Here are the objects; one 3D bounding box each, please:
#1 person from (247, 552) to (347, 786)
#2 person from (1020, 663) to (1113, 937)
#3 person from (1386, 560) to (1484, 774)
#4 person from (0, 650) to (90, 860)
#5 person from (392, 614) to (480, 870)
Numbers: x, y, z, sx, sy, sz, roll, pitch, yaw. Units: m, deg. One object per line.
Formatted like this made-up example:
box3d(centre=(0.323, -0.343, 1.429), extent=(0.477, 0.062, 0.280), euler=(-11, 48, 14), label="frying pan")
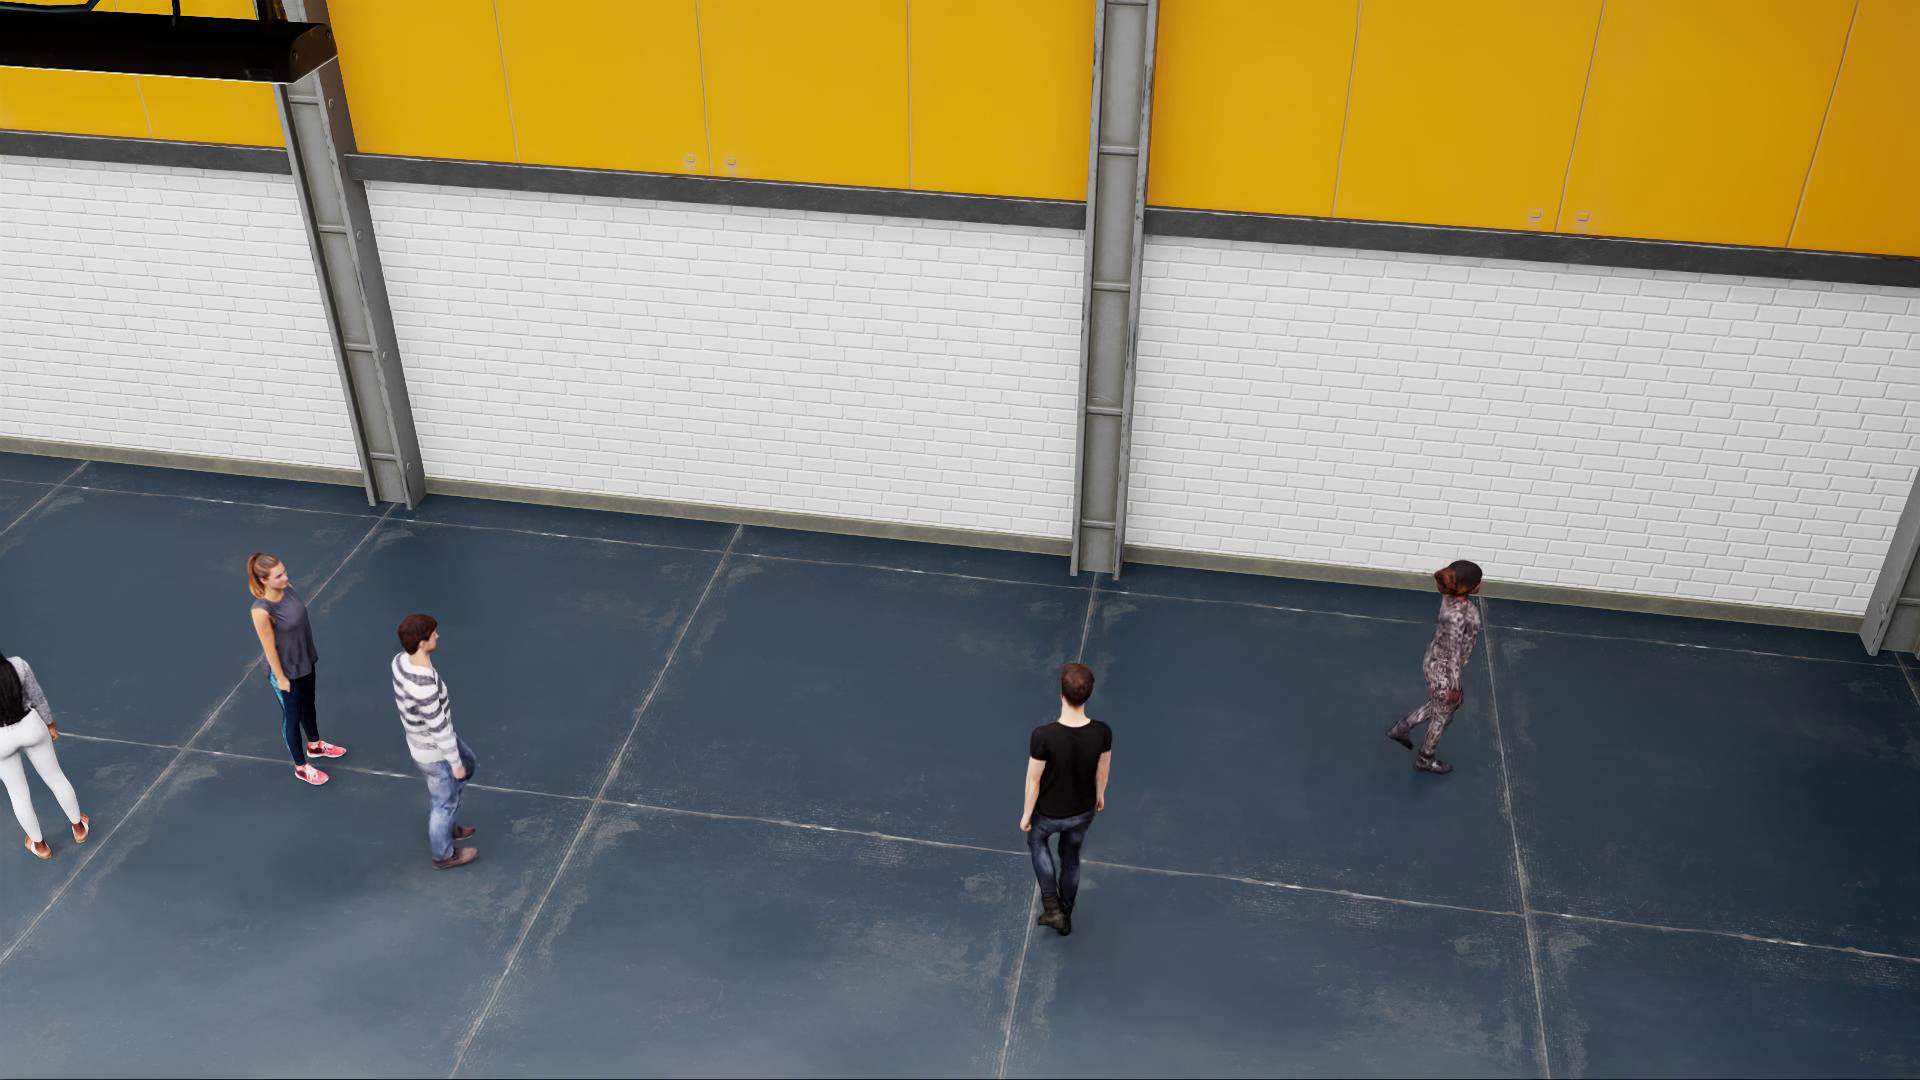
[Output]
box3d(centre=(-4.391, 0.816, 10.916), extent=(0.521, 1.722, 0.557), euler=(5, 34, 7), label="person")
box3d(centre=(0.631, 1.599, 9.597), extent=(0.767, 1.879, 0.874), euler=(-8, 34, -12), label="person")
box3d(centre=(3.087, 0.845, 10.887), extent=(0.702, 1.707, 0.587), euler=(7, 34, 11), label="person")
box3d(centre=(-5.829, 1.236, 10.283), extent=(0.673, 1.725, 0.714), euler=(-25, 41, -33), label="person")
box3d(centre=(-3.297, 1.279, 10.124), extent=(0.877, 1.830, 0.824), euler=(-18, 38, -25), label="person")
